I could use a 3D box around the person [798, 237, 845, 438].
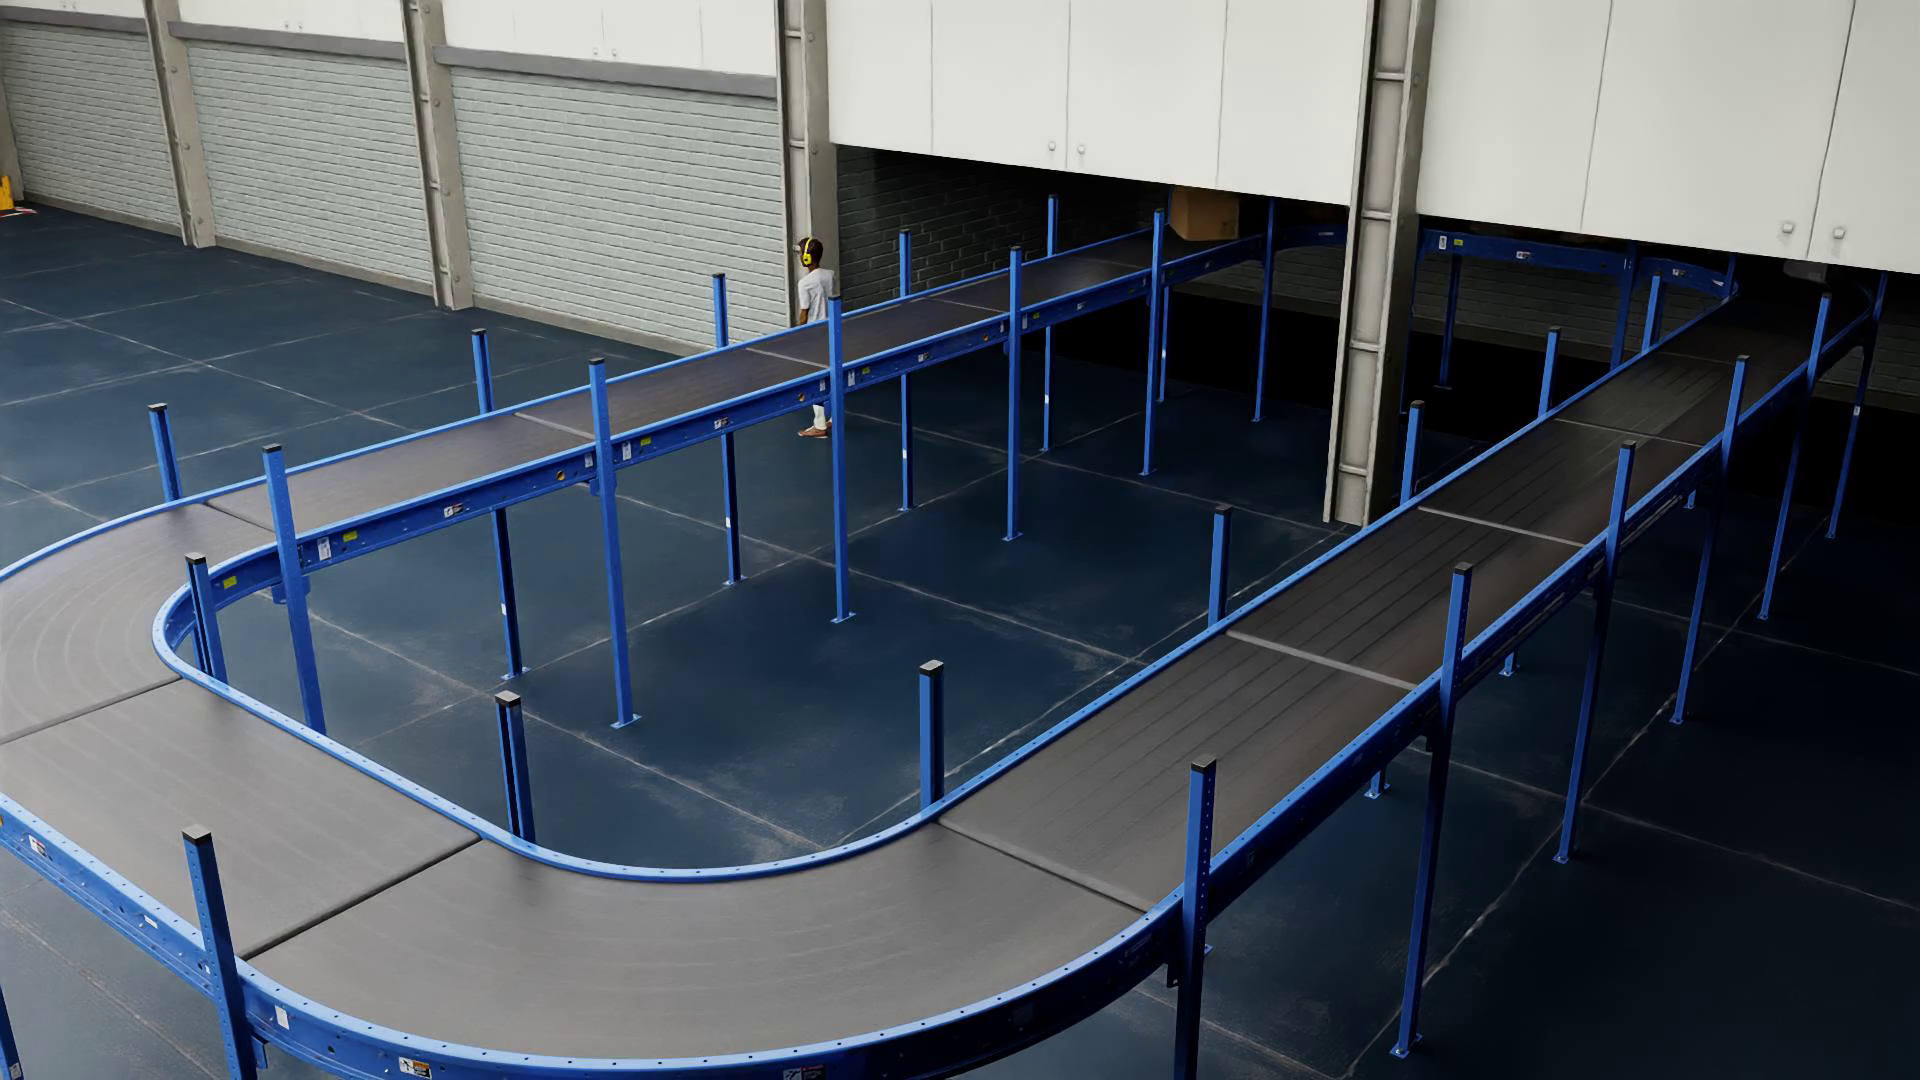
[{"bbox_3d":[-1.313,-1.873,15.414,0.331,1.862,0.505,14,26,32],"label":"person"}]
